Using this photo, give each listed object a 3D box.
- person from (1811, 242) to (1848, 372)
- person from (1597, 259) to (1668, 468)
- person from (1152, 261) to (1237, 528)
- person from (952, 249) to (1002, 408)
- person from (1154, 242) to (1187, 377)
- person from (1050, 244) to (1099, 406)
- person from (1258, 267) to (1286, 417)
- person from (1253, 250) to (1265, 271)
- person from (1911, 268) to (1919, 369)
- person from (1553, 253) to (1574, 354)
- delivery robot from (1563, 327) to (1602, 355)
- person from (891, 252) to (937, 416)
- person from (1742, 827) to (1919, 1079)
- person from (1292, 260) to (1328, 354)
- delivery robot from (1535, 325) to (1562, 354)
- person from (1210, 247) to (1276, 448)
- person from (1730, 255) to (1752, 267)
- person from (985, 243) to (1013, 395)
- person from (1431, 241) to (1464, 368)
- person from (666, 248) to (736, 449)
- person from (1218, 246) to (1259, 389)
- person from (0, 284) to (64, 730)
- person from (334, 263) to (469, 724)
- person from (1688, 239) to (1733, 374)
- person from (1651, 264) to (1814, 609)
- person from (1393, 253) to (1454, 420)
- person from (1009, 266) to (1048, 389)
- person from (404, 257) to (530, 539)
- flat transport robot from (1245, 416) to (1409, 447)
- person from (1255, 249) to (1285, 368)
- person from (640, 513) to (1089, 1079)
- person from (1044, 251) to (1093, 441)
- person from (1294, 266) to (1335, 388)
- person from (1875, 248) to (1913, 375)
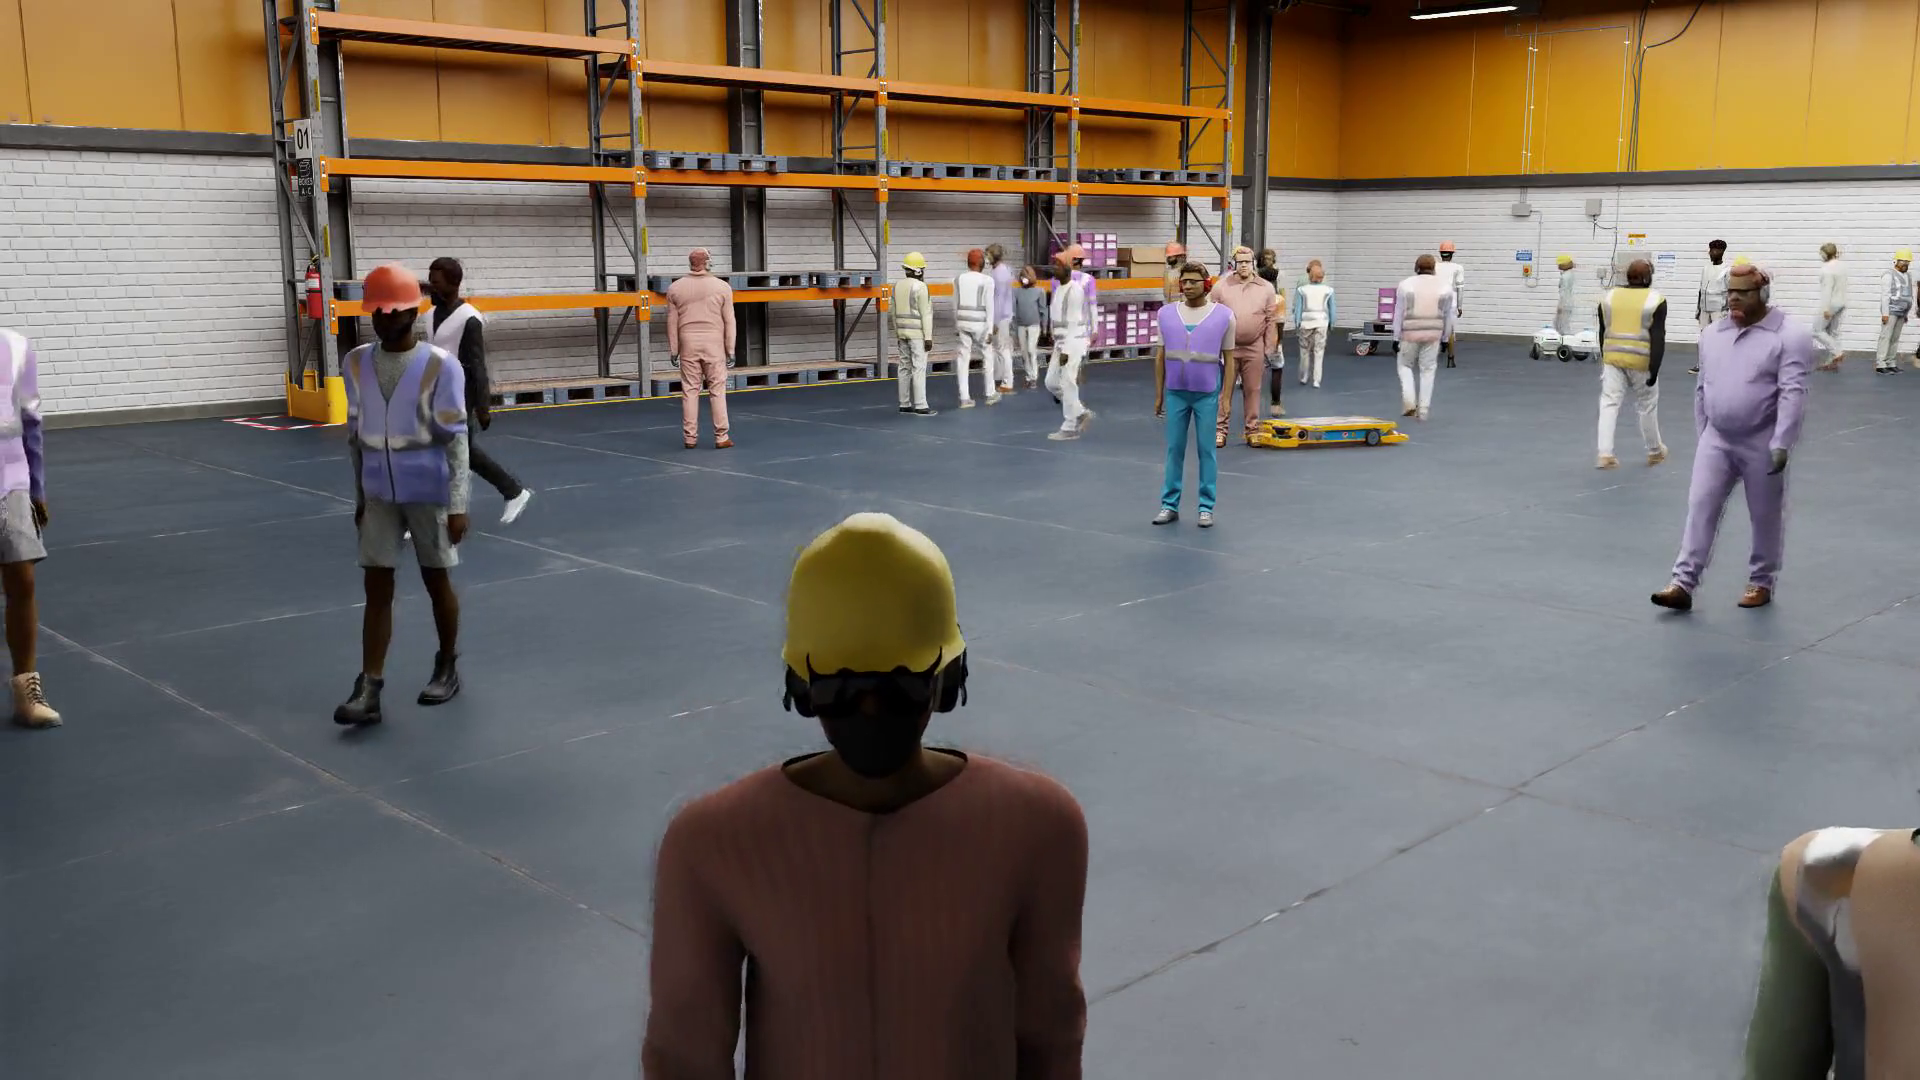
[{"bbox_3d":[12.905,-3.441,24.638,0.658,1.917,0.462,-9,14,-41],"label":"person"},{"bbox_3d":[5.910,-1.542,14.574,0.620,1.803,0.931,10,14,43],"label":"person"},{"bbox_3d":[1.636,-1.013,11.597,0.564,1.847,0.395,5,11,24],"label":"person"},{"bbox_3d":[0.214,-2.516,19.763,0.597,1.847,0.883,6,12,28],"label":"person"},{"bbox_3d":[3.022,-3.231,23.521,0.624,1.915,0.565,-9,14,-41],"label":"person"},{"bbox_3d":[1.349,-2.507,19.540,0.556,1.922,0.409,5,12,27],"label":"person"},{"bbox_3d":[3.372,-2.168,18.374,0.552,1.673,0.674,6,12,31],"label":"person"},{"bbox_3d":[4.905,-3.846,27.228,0.630,1.789,0.929,3,11,16],"label":"person"},{"bbox_3d":[14.379,-3.454,24.376,0.766,2.000,0.539,-5,11,-24],"label":"person"},{"bbox_3d":[10.223,-3.986,28.133,0.428,1.713,0.508,5,12,25],"label":"person"},{"bbox_3d":[9.991,-3.150,26.520,0.477,0.478,0.707,-7,12,-33],"label":"delivery robot"},{"bbox_3d":[-0.507,-2.307,18.686,0.403,1.835,0.588,-9,14,-41],"label":"person"},{"bbox_3d":[1.139,0.882,1.861,0.367,1.626,0.525,-8,13,-38],"label":"person"},{"bbox_3d":[5.939,-3.936,28.214,0.617,1.578,0.822,4,11,22],"label":"person"},{"bbox_3d":[9.619,-3.273,27.193,0.477,0.478,0.707,2,11,11],"label":"delivery robot"},{"bbox_3d":[2.683,-1.824,15.859,0.643,1.909,0.410,1,10,3],"label":"person"},{"bbox_3d":[11.009,-3.176,23.679,0.796,1.734,0.545,7,12,32],"label":"person"},{"bbox_3d":[0.456,-2.792,21.087,0.534,1.920,0.650,0,10,-1],"label":"person"},{"bbox_3d":[7.422,-3.607,25.501,0.551,1.933,0.370,3,11,17],"label":"person"},{"bbox_3d":[-2.439,-1.811,15.795,0.644,1.905,0.400,0,10,3],"label":"person"},{"bbox_3d":[3.728,-2.964,22.148,0.605,1.890,0.963,2,11,12],"label":"person"},{"bbox_3d":[-4.143,-0.235,6.917,0.890,2.016,0.617,7,13,34],"label":"person"},{"bbox_3d":[-2.331,-0.186,6.930,0.568,1.899,0.814,1,10,7],"label":"person"},{"bbox_3d":[10.943,-3.376,24.154,0.367,1.966,0.605,-4,11,-23],"label":"person"},{"bbox_3d":[4.139,-0.524,8.875,0.938,1.860,0.656,-8,13,-38],"label":"person"},{"bbox_3d":[5.058,-2.219,18.230,0.651,1.823,0.464,0,10,2],"label":"person"},{"bbox_3d":[0.879,-2.801,21.984,0.503,1.615,0.547,6,12,30],"label":"person"},{"bbox_3d":[-3.391,-0.983,11.339,0.940,1.889,0.595,-9,14,-40],"label":"person"},{"bbox_3d":[3.567,-1.062,16.164,1.431,0.197,0.652,-3,11,-18],"label":"flat transport robot"},{"bbox_3d":[4.740,-3.550,25.512,0.502,1.828,0.634,5,11,24],"label":"person"},{"bbox_3d":[-0.108,0.813,2.009,0.545,1.714,0.931,-1,10,-5],"label":"person"},{"bbox_3d":[1.066,-1.901,16.378,0.442,1.867,0.577,-3,11,-18],"label":"person"},{"bbox_3d":[4.740,-2.849,22.278,0.540,1.601,0.830,2,11,10],"label":"person"},{"bbox_3d":[13.655,-3.327,24.263,0.591,1.829,0.404,-6,12,-31],"label":"person"}]
